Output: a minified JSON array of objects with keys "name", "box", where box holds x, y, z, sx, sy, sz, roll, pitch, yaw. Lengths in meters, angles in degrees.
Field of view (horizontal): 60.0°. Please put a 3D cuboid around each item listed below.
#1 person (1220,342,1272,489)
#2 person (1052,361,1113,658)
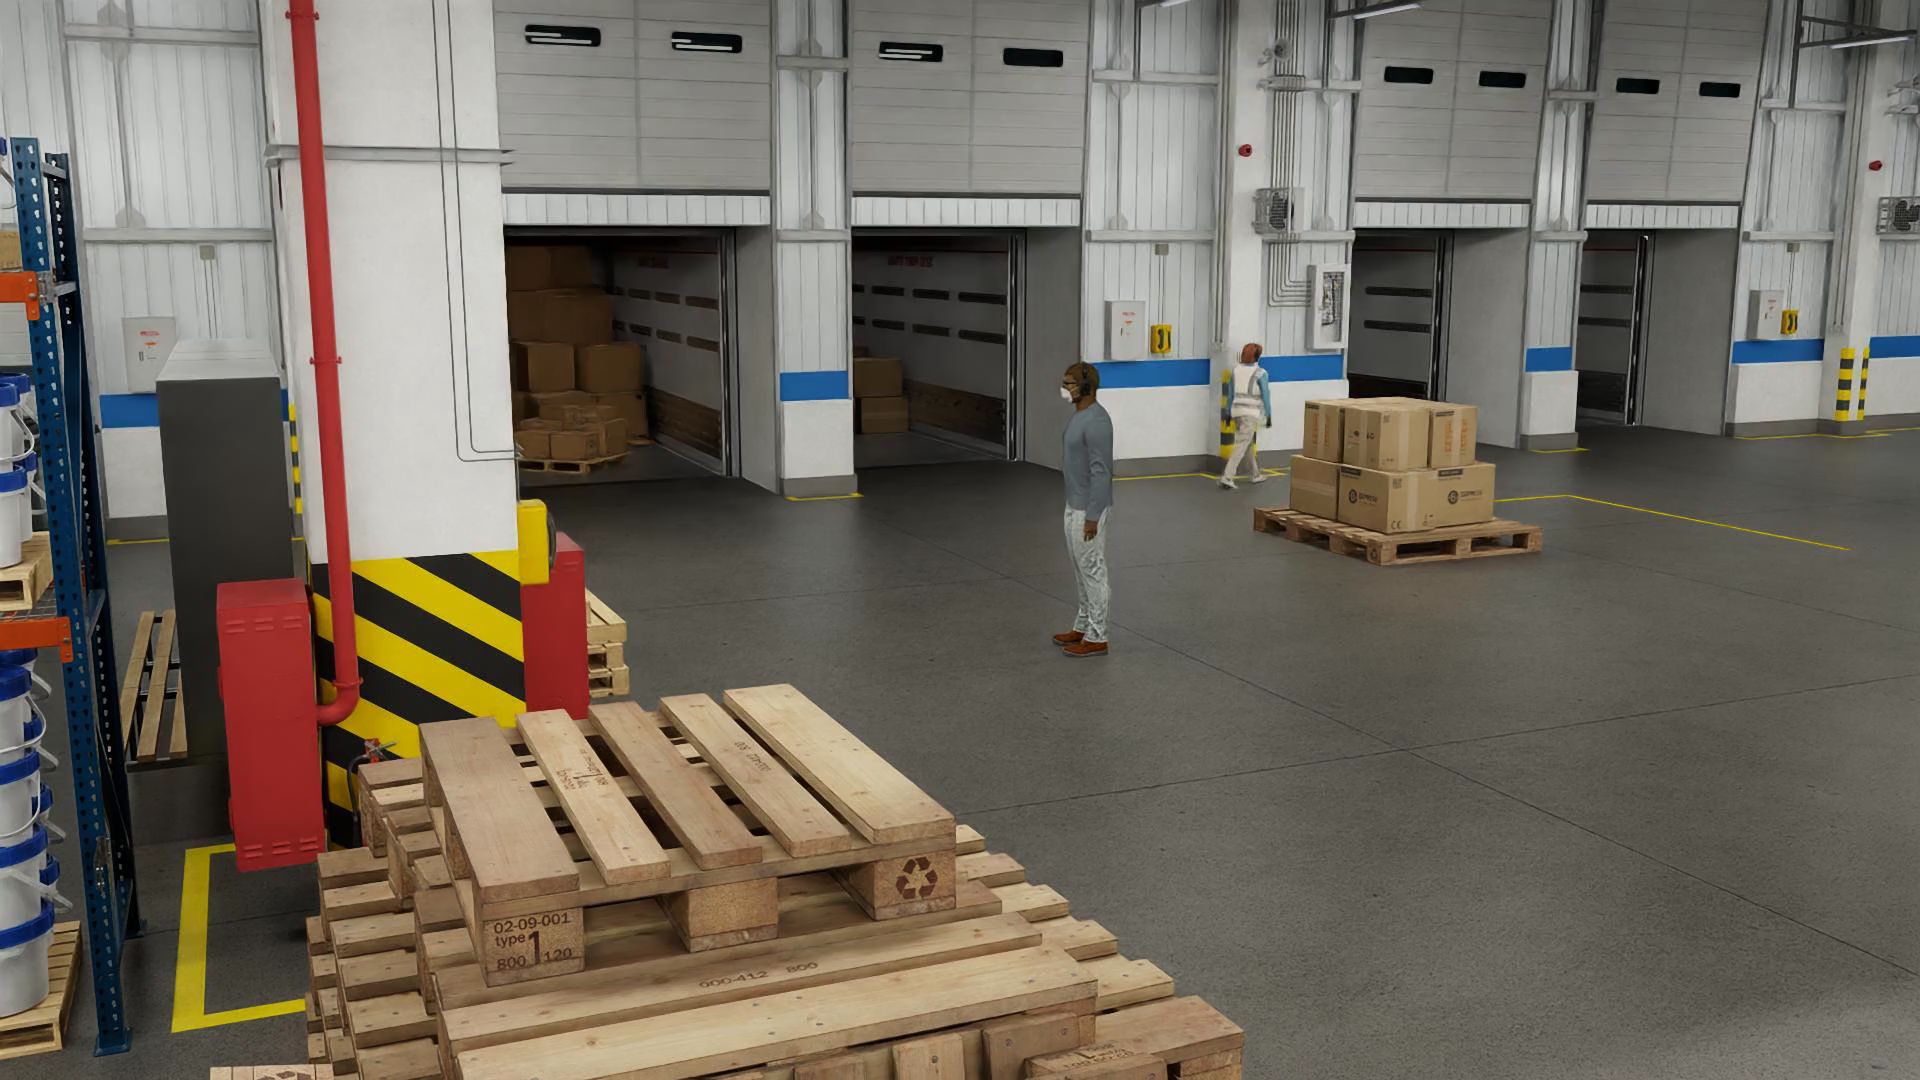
[{"name":"person","box":[3.137,-1.368,18.267,0.867,1.594,0.531,-8,13,-38]},{"name":"person","box":[0.820,-0.202,10.897,0.354,1.938,0.636,-1,10,-7]}]
